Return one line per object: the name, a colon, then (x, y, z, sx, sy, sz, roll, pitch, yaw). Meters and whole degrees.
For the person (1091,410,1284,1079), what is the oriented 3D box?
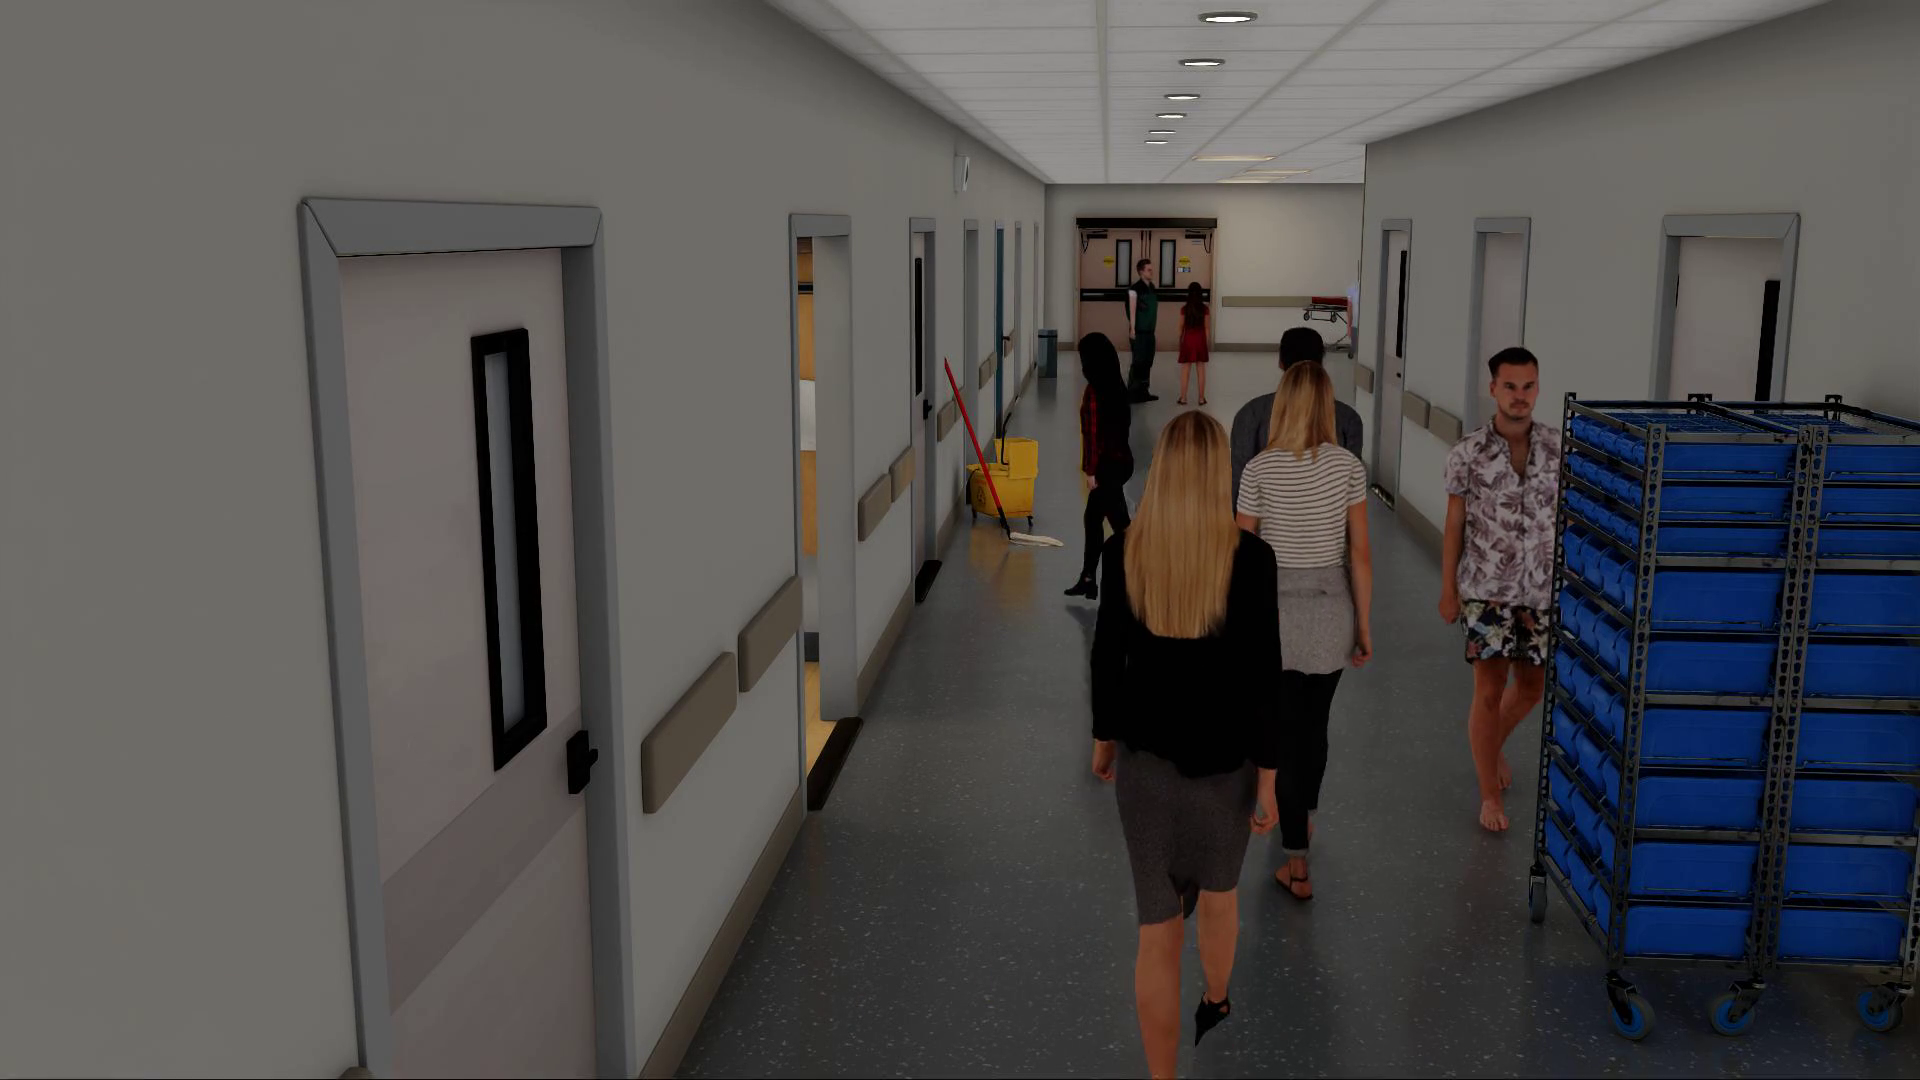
person: (0.515, 0.639, 3.947, 0.753, 1.803, 1.117, 3, 11, 15)

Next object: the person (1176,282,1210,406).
person: (2.986, -2.514, 21.231, 0.562, 1.547, 0.607, 2, 11, 9)

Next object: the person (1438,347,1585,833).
person: (2.140, 0.150, 6.507, 0.760, 1.809, 1.012, -1, 11, -3)

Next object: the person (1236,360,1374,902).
person: (1.157, 0.331, 5.565, 0.677, 1.806, 0.876, 0, 11, 1)

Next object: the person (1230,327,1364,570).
person: (1.349, 0.102, 6.745, 0.818, 1.816, 1.217, -1, 11, -3)

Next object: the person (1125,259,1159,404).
person: (2.344, -2.685, 21.353, 0.786, 1.842, 0.687, 8, 14, 38)
